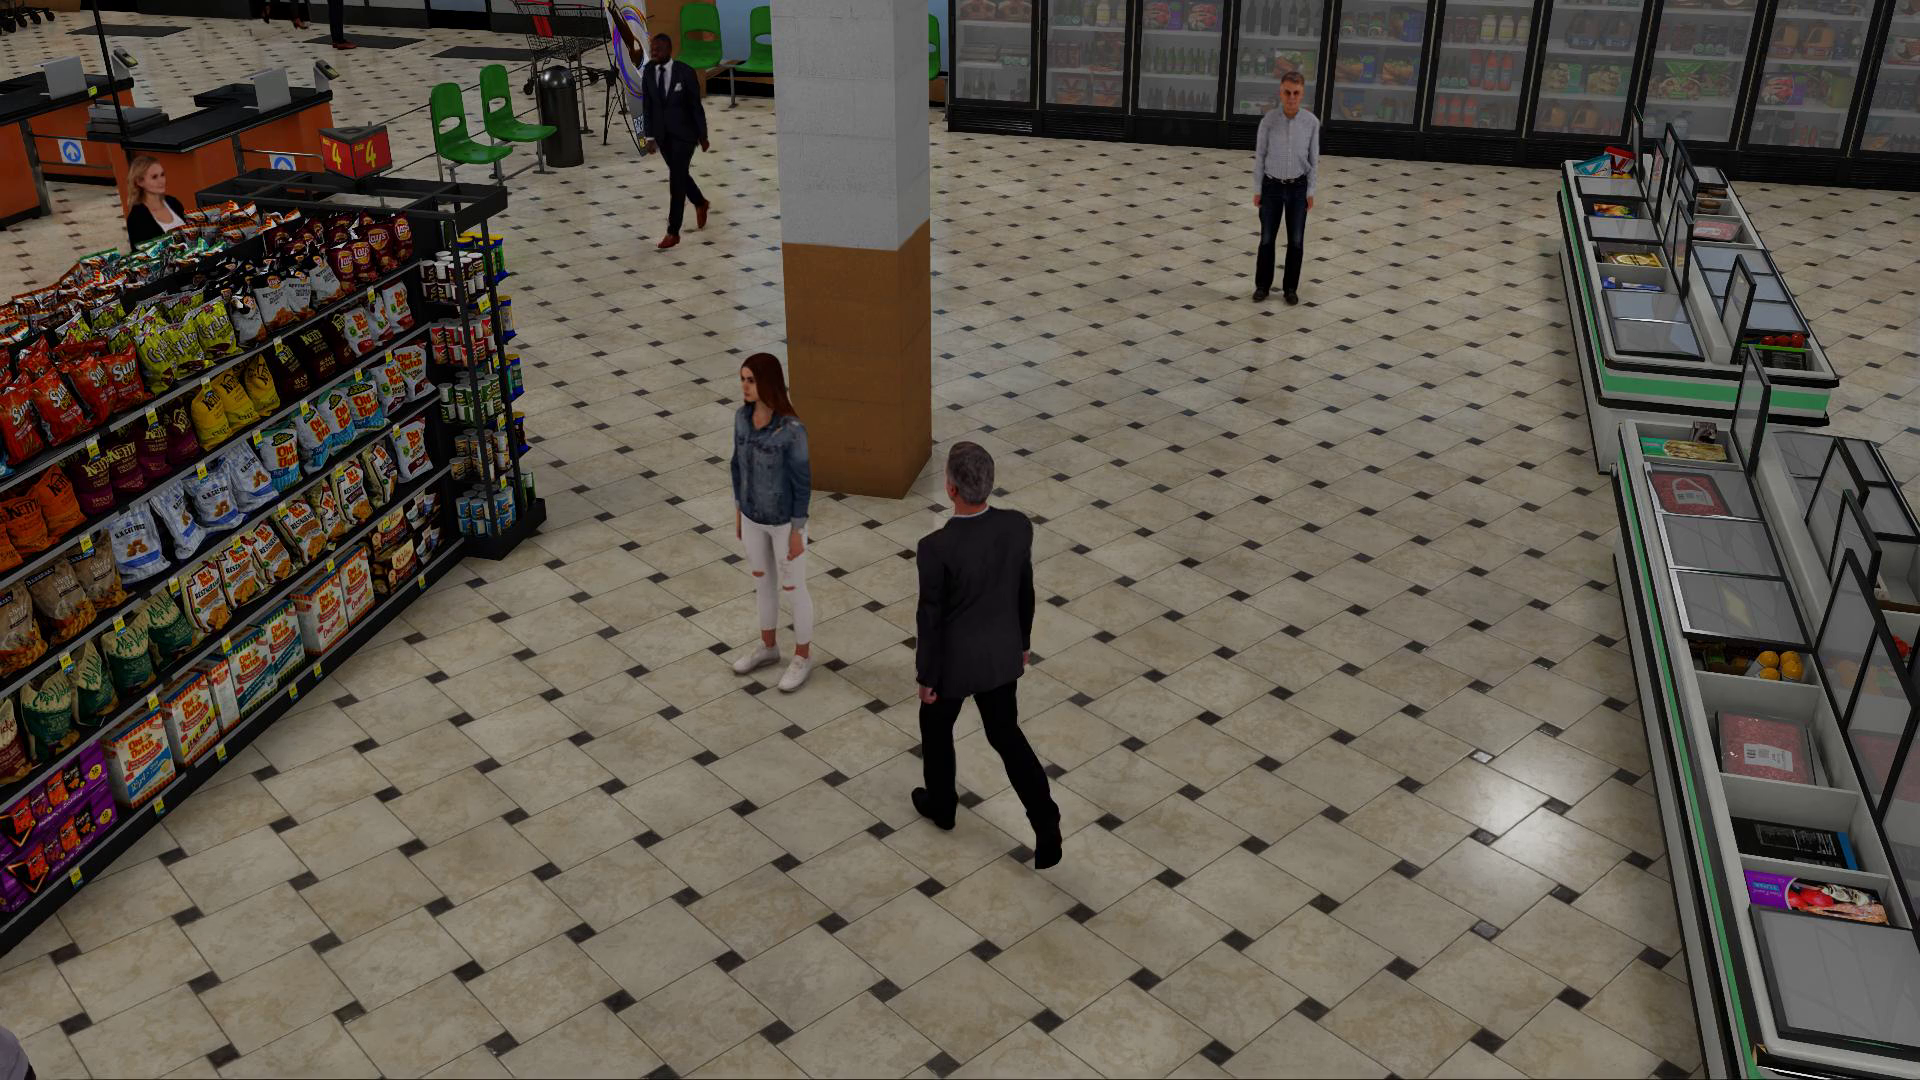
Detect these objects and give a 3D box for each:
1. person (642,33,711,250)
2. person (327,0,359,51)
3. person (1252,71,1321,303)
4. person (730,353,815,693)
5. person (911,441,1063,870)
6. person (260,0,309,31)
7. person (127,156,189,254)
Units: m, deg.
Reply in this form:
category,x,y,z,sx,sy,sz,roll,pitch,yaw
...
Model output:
category,x,y,z,sx,sy,sz,roll,pitch,yaw
person,-2.441,-3.523,14.560,0.833,1.793,1.272,11,29,21
person,-8.560,-7.598,22.671,0.732,1.725,0.703,-19,33,-33
person,2.547,-2.769,13.048,0.663,1.817,0.588,4,27,8
person,-0.877,-0.098,7.907,0.675,1.702,0.641,19,32,33
person,0.095,0.501,6.609,1.182,1.807,1.227,-16,31,-28
person,-9.727,-8.092,23.712,0.895,1.665,1.018,24,36,39
person,-5.164,-1.583,10.789,0.712,1.744,1.116,5,27,11
